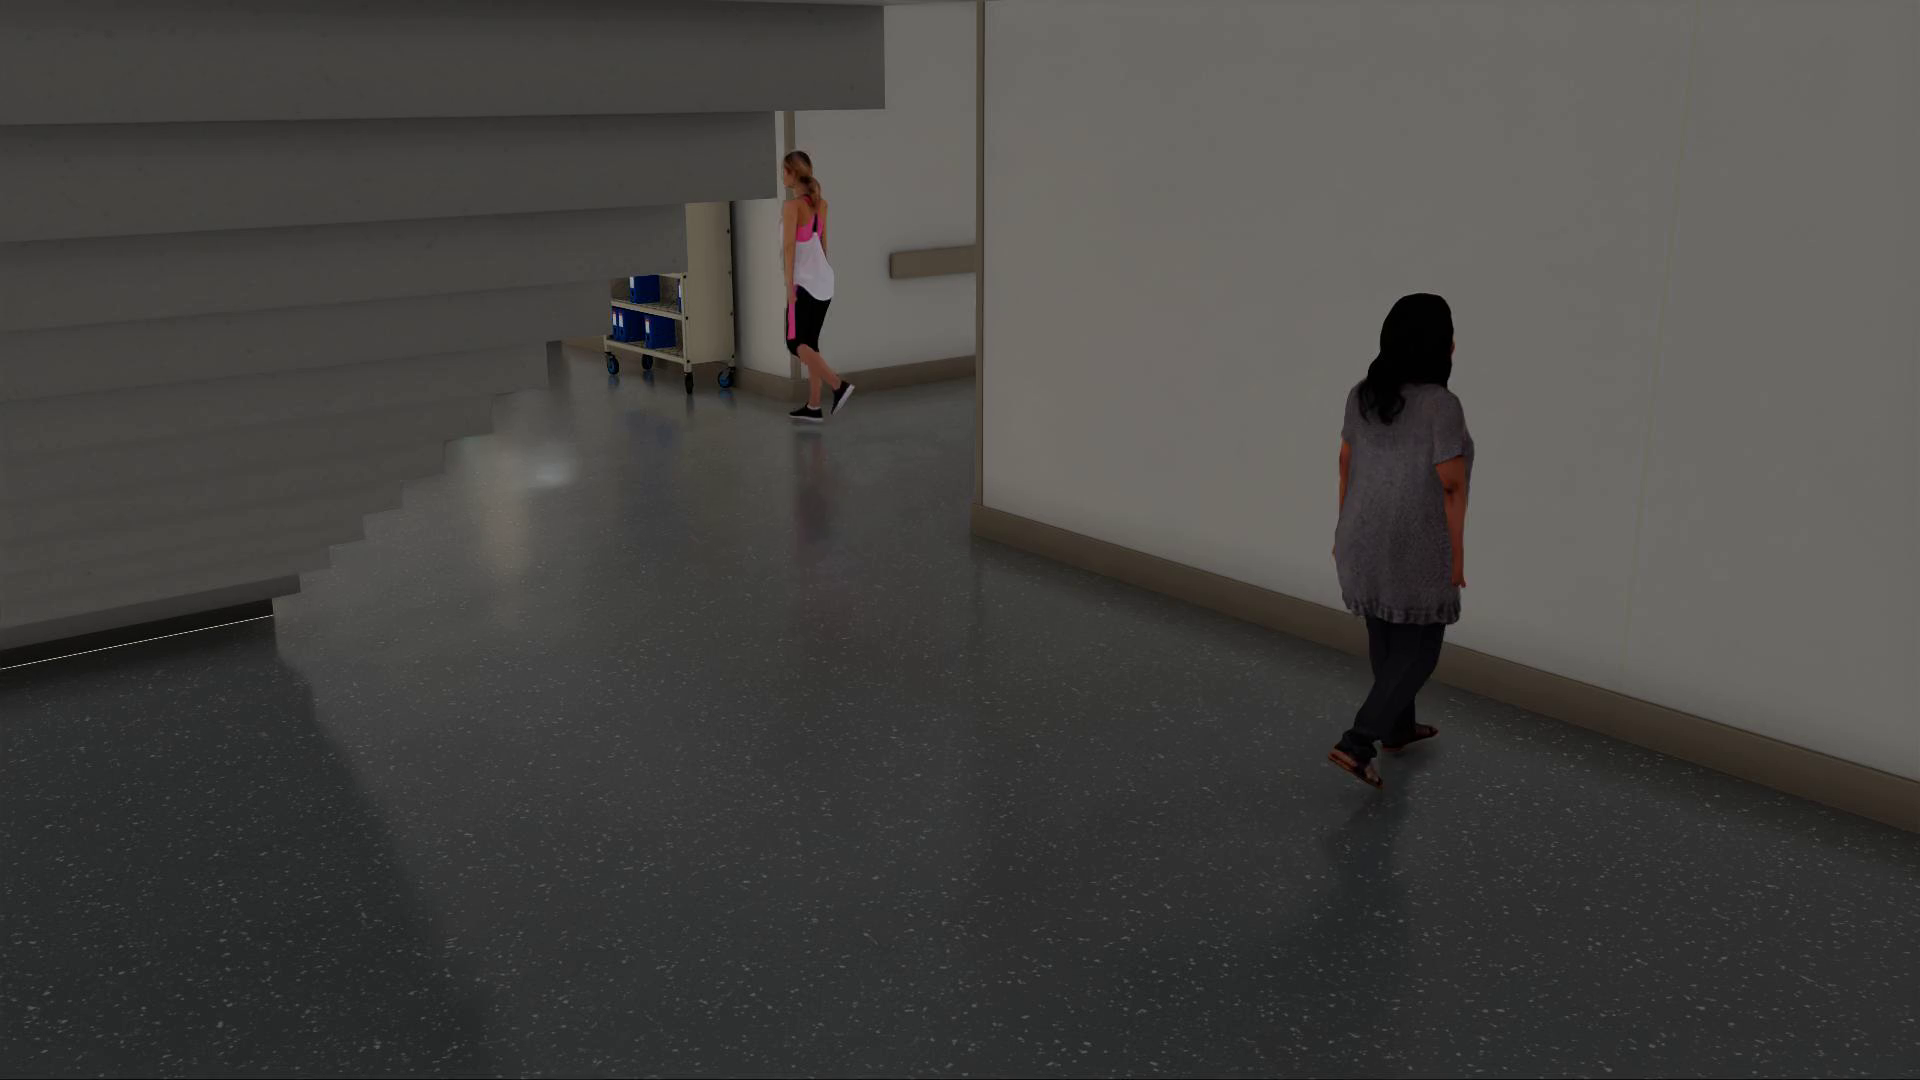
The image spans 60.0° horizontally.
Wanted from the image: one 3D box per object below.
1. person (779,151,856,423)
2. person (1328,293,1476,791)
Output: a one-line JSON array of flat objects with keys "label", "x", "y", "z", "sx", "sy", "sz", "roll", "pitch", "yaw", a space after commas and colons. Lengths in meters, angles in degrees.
[{"label": "person", "x": -0.909, "y": -1.607, "z": 10.811, "sx": 0.916, "sy": 1.767, "sz": 0.769, "roll": 12, "pitch": 20, "yaw": 36}, {"label": "person", "x": 1.382, "y": 0.026, "z": 5.355, "sx": 0.734, "sy": 1.586, "sz": 0.901, "roll": -10, "pitch": 19, "yaw": -33}]
